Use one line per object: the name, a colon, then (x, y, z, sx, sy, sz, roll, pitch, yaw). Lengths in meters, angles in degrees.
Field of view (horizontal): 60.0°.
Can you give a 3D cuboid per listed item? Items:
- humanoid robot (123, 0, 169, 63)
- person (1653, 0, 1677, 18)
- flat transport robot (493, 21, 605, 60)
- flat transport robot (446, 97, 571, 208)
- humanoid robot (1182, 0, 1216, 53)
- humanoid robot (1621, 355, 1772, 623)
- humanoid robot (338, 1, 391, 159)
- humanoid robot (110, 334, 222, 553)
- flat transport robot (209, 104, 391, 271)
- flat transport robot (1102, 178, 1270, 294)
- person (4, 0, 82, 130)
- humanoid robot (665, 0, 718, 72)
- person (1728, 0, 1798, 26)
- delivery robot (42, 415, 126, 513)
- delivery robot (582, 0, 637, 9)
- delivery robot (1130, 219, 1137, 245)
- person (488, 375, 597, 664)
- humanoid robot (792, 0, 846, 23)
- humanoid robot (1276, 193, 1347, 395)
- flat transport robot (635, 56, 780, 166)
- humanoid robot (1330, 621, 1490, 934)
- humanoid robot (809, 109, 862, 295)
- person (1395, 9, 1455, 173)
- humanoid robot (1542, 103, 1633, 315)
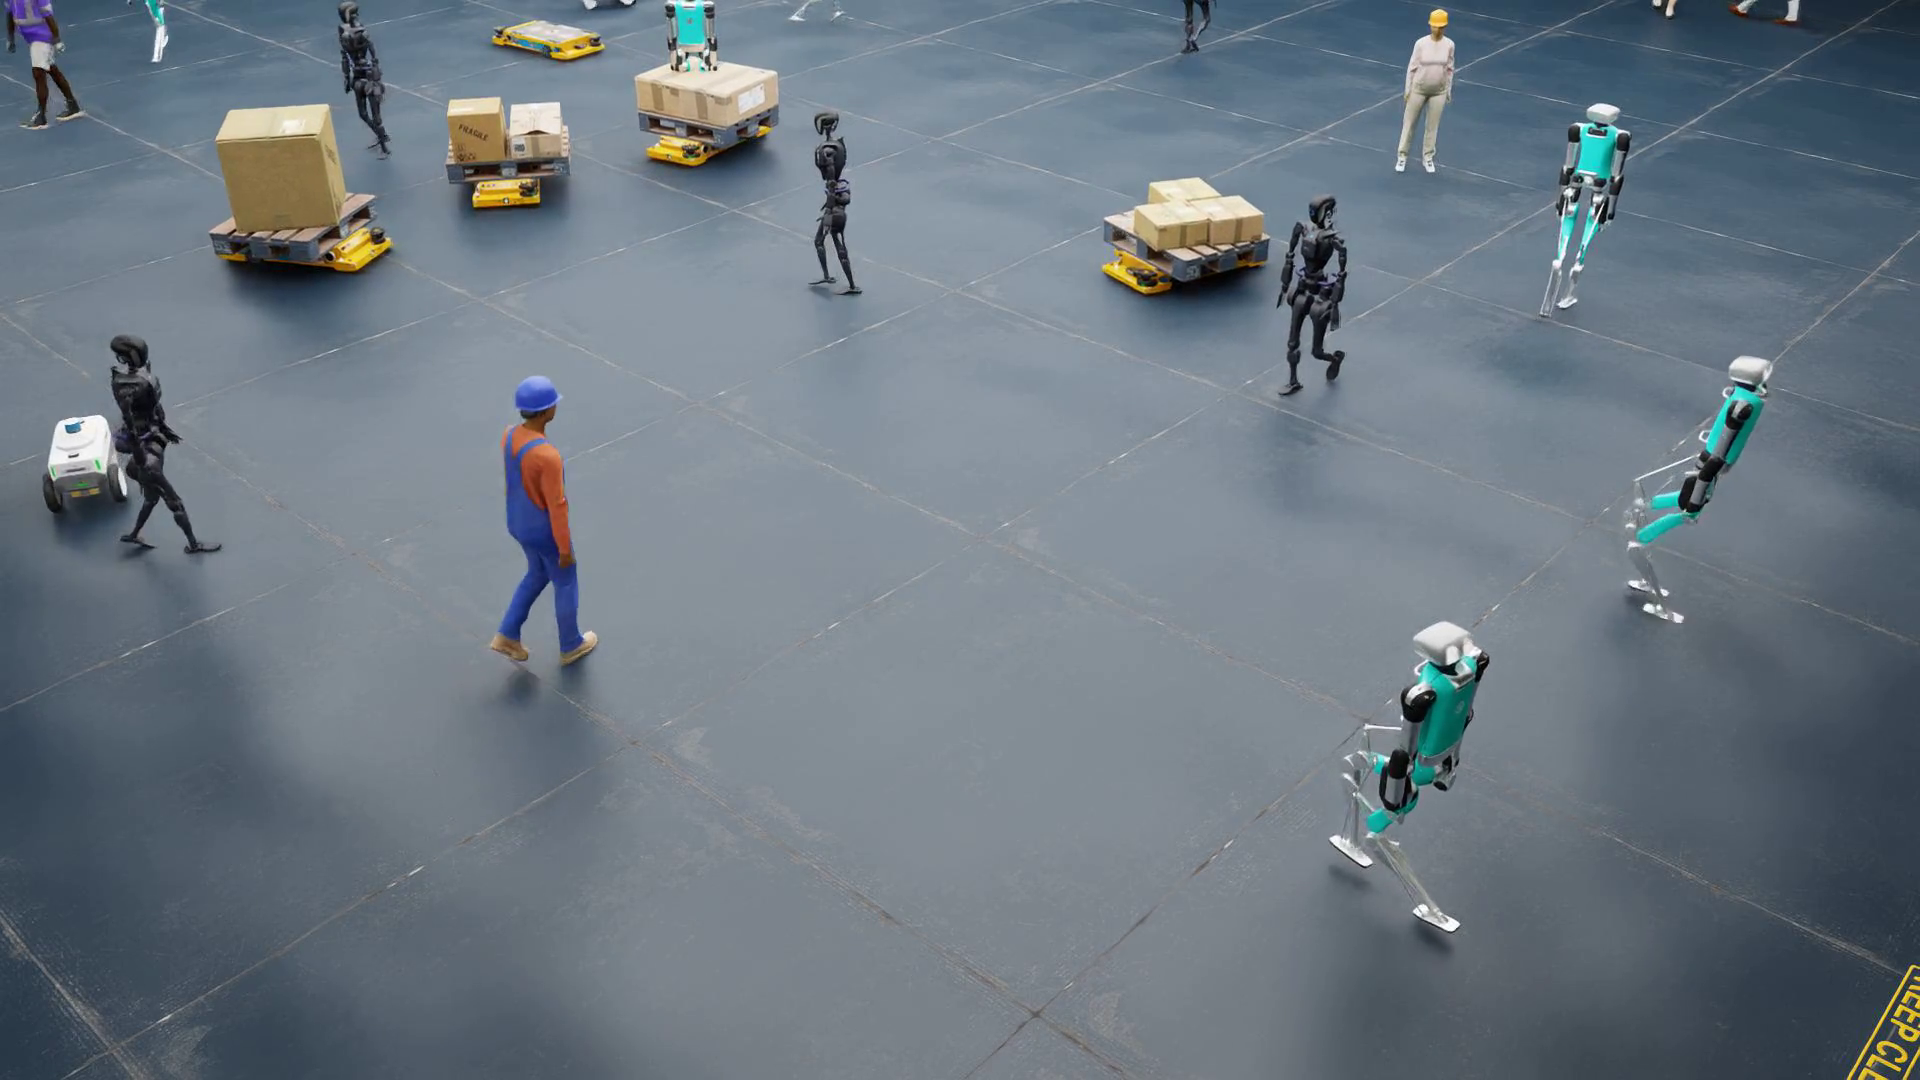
humanoid robot: (-10.322, -7.013, 21.126, 0.541, 1.781, 1.065, -2, 32, -4)
person: (9.900, -8.192, 22.865, 0.517, 1.833, 0.931, 11, 34, 17)
flat transport robot: (-5.358, -6.509, 21.635, 1.431, 0.231, 0.659, 21, 38, 30)
flat transport robot: (-4.649, -3.801, 17.275, 0.659, 0.231, 1.431, -6, 32, -10)
humanoid robot: (2.993, -7.030, 21.145, 0.616, 1.645, 0.365, 22, 38, 31)
humanoid robot: (4.449, -0.370, 10.335, 0.769, 1.752, 0.556, 19, 37, 28)
humanoid robot: (-6.315, -4.941, 17.782, 0.605, 1.650, 0.456, 21, 37, 30)
humanoid robot: (-5.337, -0.625, 10.877, 0.671, 1.644, 0.610, 2, 32, 3)
flat transport robot: (-6.176, -2.774, 15.620, 1.431, 0.231, 0.659, 7, 33, 11)
flat transport robot: (2.076, -2.589, 15.323, 1.431, 0.231, 0.659, -19, 36, -27)
person: (-10.417, -5.567, 18.538, 0.615, 1.927, 0.914, 18, 36, 26)
humanoid robot: (-2.888, -5.220, 18.225, 0.539, 1.832, 0.771, -1, 32, -2)
person: (11.056, -7.885, 22.434, 0.498, 1.772, 0.995, -22, 38, -31)
delivery robot: (-6.226, -0.564, 11.797, 0.499, 0.601, 0.775, -11, 33, -17)
delivery robot: (-4.961, -7.820, 23.482, 0.795, 0.602, 0.499, -11, 33, -17)
delivery robot: (1.924, -2.791, 15.354, 0.750, 0.570, 0.499, 7, 33, 11)
person: (-2.494, -0.061, 9.721, 0.562, 1.886, 0.613, 22, 38, 31)
humanoid robot: (-1.884, -7.791, 22.365, 1.025, 1.773, 0.547, 10, 33, 16)
humanoid robot: (2.789, -1.940, 12.954, 0.572, 1.633, 0.612, -25, 40, -34)
flat transport robot: (-2.761, -4.457, 18.332, 0.659, 0.231, 1.431, 17, 36, 26)
humanoid robot: (2.091, 1.072, 8.066, 0.562, 1.751, 1.026, -24, 39, -33)
humanoid robot: (-1.123, -2.938, 14.556, 0.467, 1.649, 0.610, -2, 32, -3)
person: (4.871, -4.669, 17.318, 0.482, 1.696, 0.324, 2, 32, 4)
humanoid robot: (5.273, -2.731, 14.280, 0.547, 1.904, 0.725, 24, 39, 33)
